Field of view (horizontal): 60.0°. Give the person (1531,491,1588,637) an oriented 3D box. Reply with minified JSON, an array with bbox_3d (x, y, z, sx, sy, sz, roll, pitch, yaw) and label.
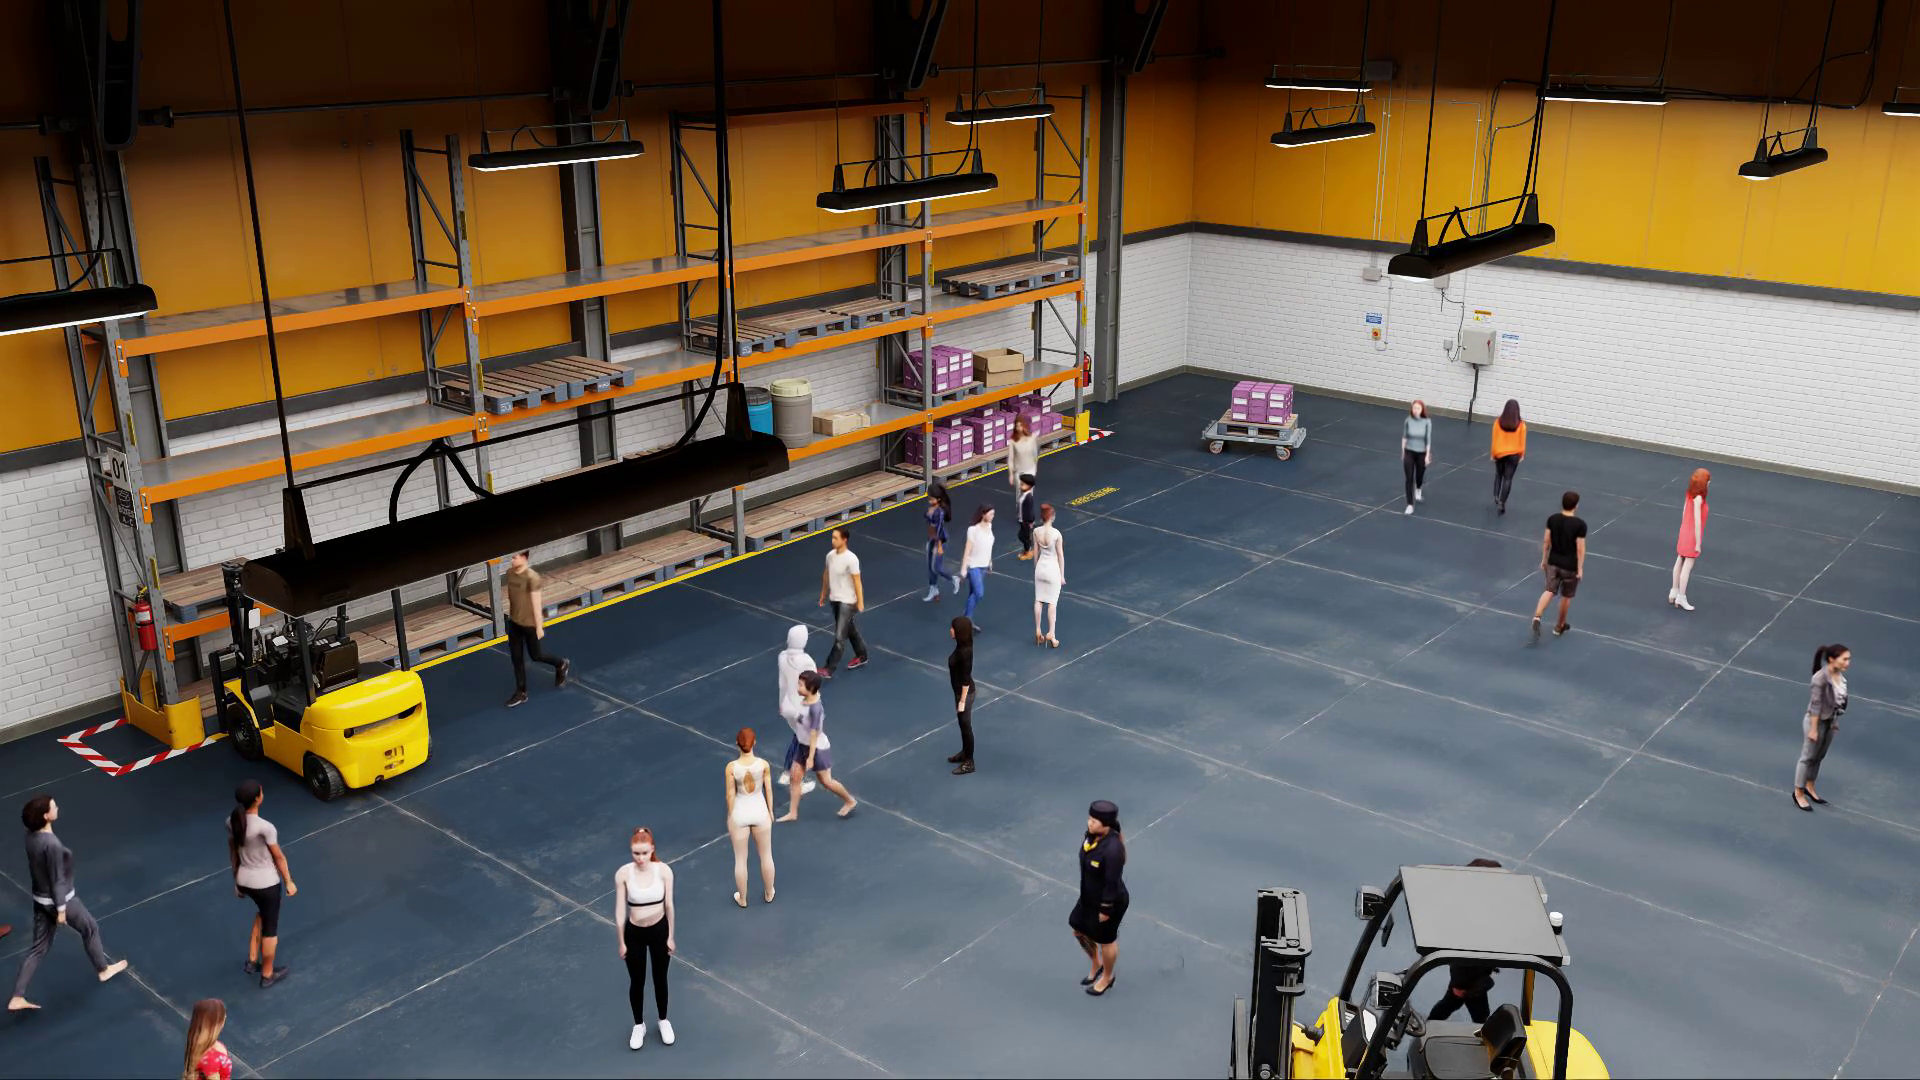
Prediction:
[{"bbox_3d":[7.222,0.316,20.057,0.712,1.844,1.036,18,25,42],"label":"person"}]

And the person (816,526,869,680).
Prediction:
[{"bbox_3d":[-1.253,0.688,19.078,1.126,1.764,0.754,-17,25,-40],"label":"person"}]

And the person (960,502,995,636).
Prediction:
[{"bbox_3d":[0.123,0.338,20.289,0.767,1.654,0.577,14,23,36],"label":"person"}]

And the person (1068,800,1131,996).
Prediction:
[{"bbox_3d":[1.180,2.792,12.984,0.852,1.667,0.838,-6,20,-18],"label":"person"}]

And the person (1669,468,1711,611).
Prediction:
[{"bbox_3d":[9.257,-0.026,21.102,0.728,1.827,0.629,2,19,5],"label":"person"}]

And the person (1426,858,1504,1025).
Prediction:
[{"bbox_3d":[3.600,3.090,11.999,0.857,1.730,1.080,9,21,26],"label":"person"}]

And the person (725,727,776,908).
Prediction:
[{"bbox_3d":[-1.807,2.370,14.273,0.577,1.643,0.680,-5,19,-15],"label":"person"}]

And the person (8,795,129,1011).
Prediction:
[{"bbox_3d":[-7.065,2.818,12.810,0.779,1.729,1.197,10,21,26],"label":"person"}]

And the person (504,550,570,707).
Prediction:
[{"bbox_3d":[-4.731,0.895,18.360,0.738,1.831,1.122,12,22,32],"label":"person"}]

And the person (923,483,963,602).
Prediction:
[{"bbox_3d":[-0.236,0.038,21.236,0.863,1.618,0.798,-8,20,-23],"label":"person"}]

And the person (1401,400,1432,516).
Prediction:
[{"bbox_3d":[6.845,-1.262,24.923,0.743,1.730,1.024,9,21,25],"label":"person"}]

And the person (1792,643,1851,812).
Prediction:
[{"bbox_3d":[8.272,1.772,15.991,0.590,1.680,0.726,-14,23,-35],"label":"person"}]

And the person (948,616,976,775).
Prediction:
[{"bbox_3d":[0.042,1.539,16.742,0.703,1.642,0.646,-2,19,-6],"label":"person"}]

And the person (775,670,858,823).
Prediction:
[{"bbox_3d":[-1.317,1.957,15.678,1.092,1.529,0.867,-8,20,-22],"label":"person"}]

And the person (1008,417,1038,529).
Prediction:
[{"bbox_3d":[0.932,-1.028,24.338,0.898,1.660,0.954,-5,19,-13],"label":"person"}]

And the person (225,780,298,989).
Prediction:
[{"bbox_3d":[-5.559,2.740,13.034,0.669,1.733,0.692,9,21,25],"label":"person"}]

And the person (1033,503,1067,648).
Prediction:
[{"bbox_3d":[1.037,0.416,19.839,0.587,1.795,0.486,14,23,35],"label":"person"}]

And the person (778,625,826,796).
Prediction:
[{"bbox_3d":[-1.614,1.689,16.099,0.605,1.768,0.616,15,24,37],"label":"person"}]

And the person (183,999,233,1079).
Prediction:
[{"bbox_3d":[-4.834,3.667,10.550,0.962,1.561,0.771,-11,21,-29],"label":"person"}]

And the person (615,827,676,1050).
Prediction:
[{"bbox_3d":[-2.334,2.952,12.392,0.645,1.741,0.733,-5,19,-13],"label":"person"}]

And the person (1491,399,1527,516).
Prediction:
[{"bbox_3d":[8.139,-1.218,24.793,0.693,1.728,0.901,12,22,31],"label":"person"}]

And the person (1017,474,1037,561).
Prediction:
[{"bbox_3d":[0.967,-0.319,22.923,0.627,1.219,0.586,-4,19,-12],"label":"person"}]
